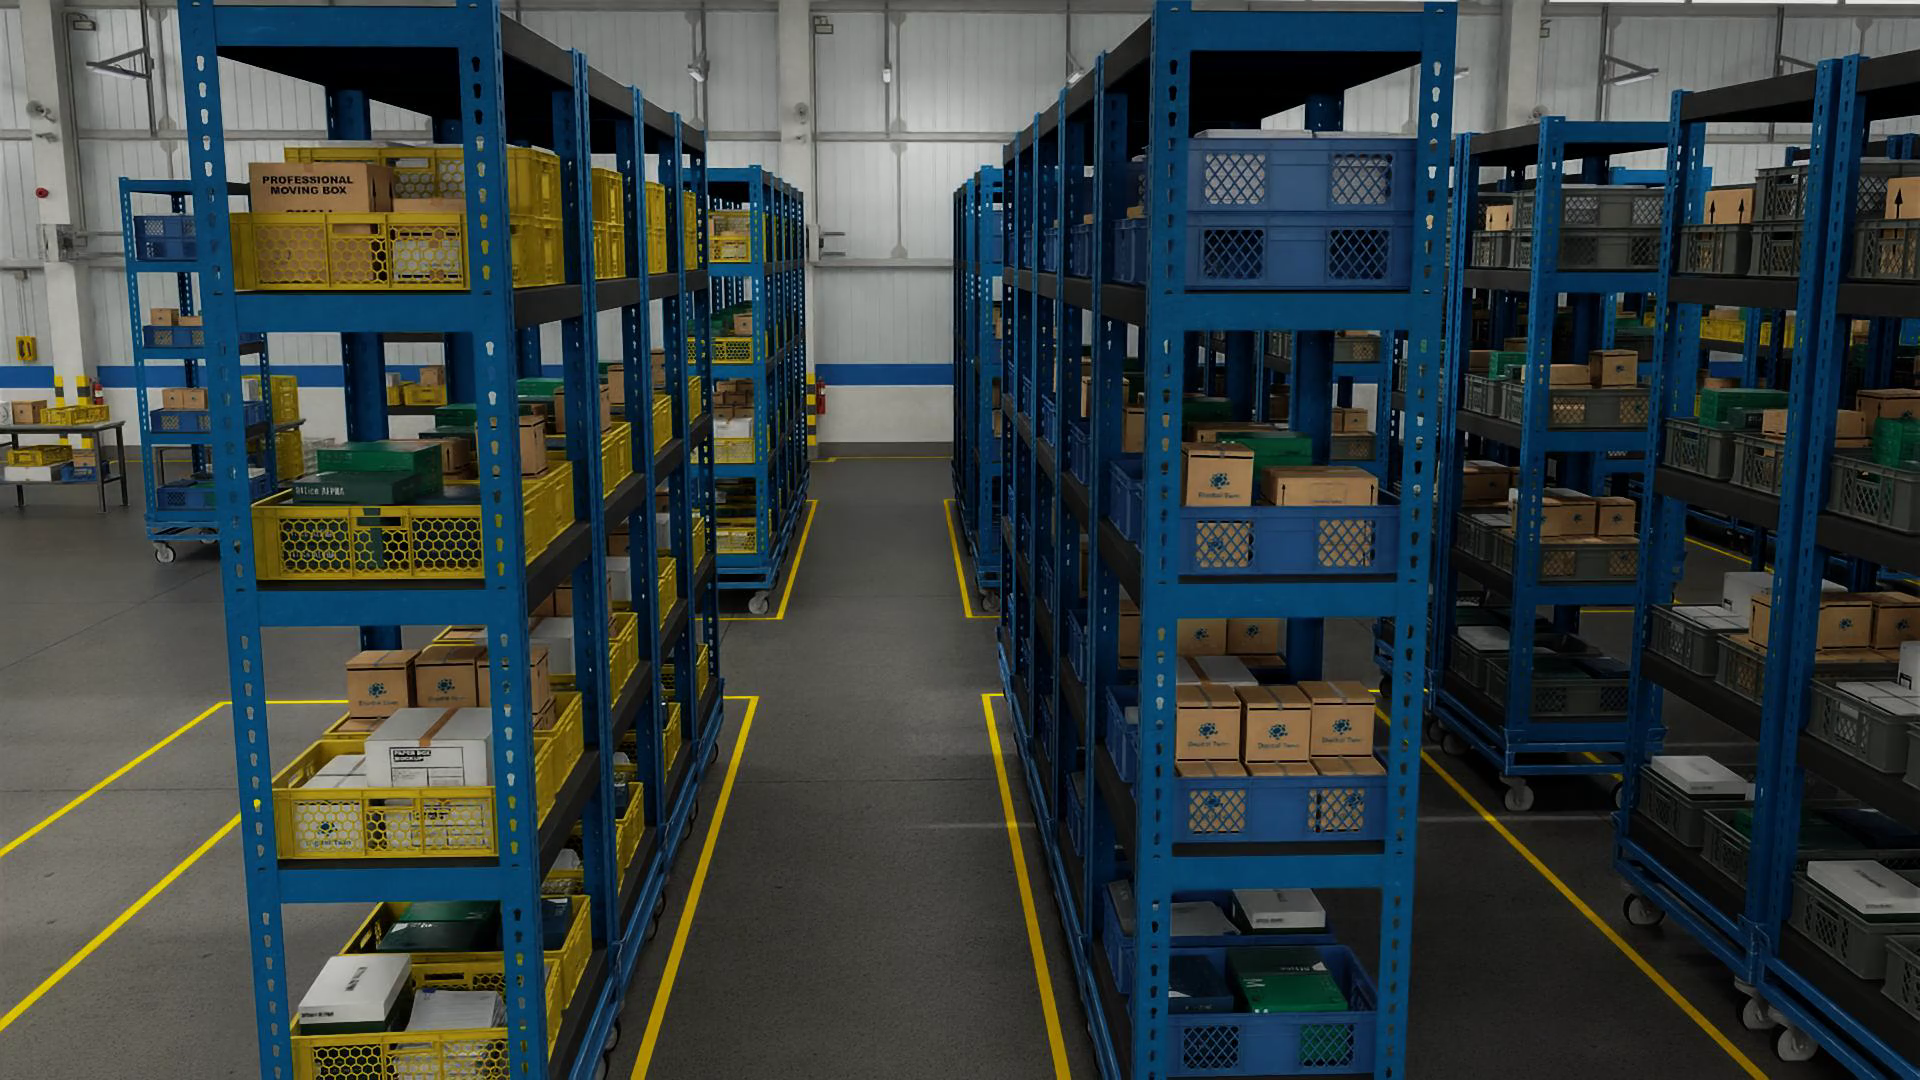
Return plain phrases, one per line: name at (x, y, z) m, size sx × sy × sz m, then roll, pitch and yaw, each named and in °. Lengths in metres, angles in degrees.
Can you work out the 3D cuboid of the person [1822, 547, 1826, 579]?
person at (6.335, -0.213, 12.384) m, size 0.370 × 2.044 × 0.608 m, roll 3°, pitch 10°, yaw 18°
